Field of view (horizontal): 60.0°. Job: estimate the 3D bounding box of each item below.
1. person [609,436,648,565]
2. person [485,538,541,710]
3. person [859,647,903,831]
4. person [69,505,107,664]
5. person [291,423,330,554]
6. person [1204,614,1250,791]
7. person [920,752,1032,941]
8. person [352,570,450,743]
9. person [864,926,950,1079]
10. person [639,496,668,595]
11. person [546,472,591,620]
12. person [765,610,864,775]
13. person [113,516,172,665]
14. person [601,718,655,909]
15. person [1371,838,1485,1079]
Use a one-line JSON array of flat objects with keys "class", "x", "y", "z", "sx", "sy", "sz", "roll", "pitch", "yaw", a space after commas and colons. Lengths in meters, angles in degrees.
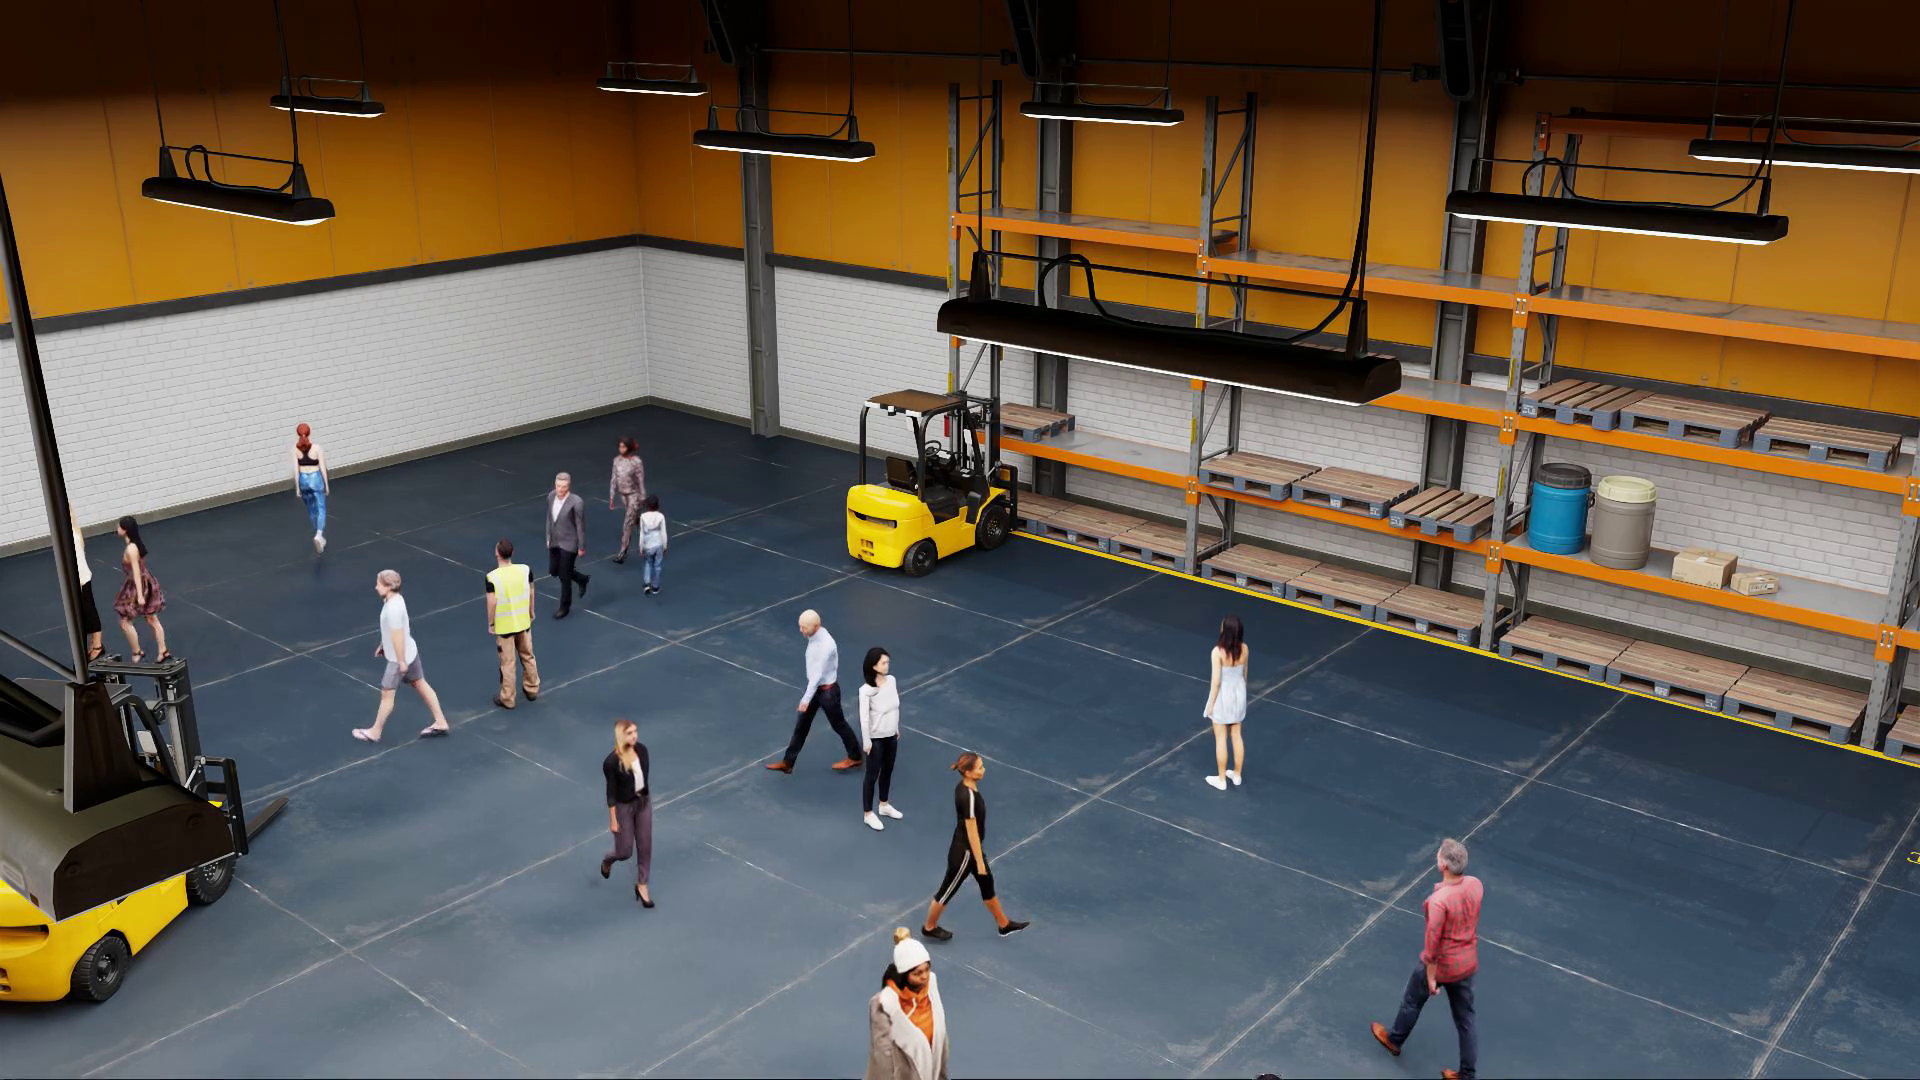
[{"class": "person", "x": -4.283, "y": -0.542, "z": 21.865, "sx": 1.171, "sy": 1.660, "sz": 0.831, "roll": 9, "pitch": 21, "yaw": 24}, {"class": "person", "x": -4.700, "y": 0.857, "z": 17.418, "sx": 0.722, "sy": 1.847, "sz": 0.743, "roll": -17, "pitch": 25, "yaw": -40}, {"class": "person", "x": -0.722, "y": 1.754, "z": 14.981, "sx": 0.562, "sy": 1.701, "sz": 0.625, "roll": 13, "pitch": 23, "yaw": 34}, {"class": "person", "x": -9.820, "y": 0.478, "z": 18.527, "sx": 0.742, "sy": 1.856, "sz": 0.580, "roll": -11, "pitch": 21, "yaw": -29}, {"class": "person", "x": -8.588, "y": -0.651, "z": 22.025, "sx": 0.969, "sy": 1.763, "sz": 1.097, "roll": -4, "pitch": 19, "yaw": -12}, {"class": "person", "x": 2.527, "y": 1.511, "z": 15.658, "sx": 0.664, "sy": 1.730, "sz": 0.658, "roll": -9, "pitch": 21, "yaw": -25}, {"class": "person", "x": -0.027, "y": 2.446, "z": 13.048, "sx": 1.168, "sy": 1.624, "sz": 1.016, "roll": 1, "pitch": 19, "yaw": 4}, {"class": "person", "x": -5.478, "y": 1.167, "z": 16.596, "sx": 1.147, "sy": 1.785, "sz": 1.164, "roll": -4, "pitch": 19, "yaw": -12}, {"class": "person", "x": -0.390, "y": 3.231, "z": 10.351, "sx": 0.791, "sy": 1.857, "sz": 1.096, "roll": -17, "pitch": 25, "yaw": -41}, {"class": "person", "x": -3.809, "y": 0.084, "z": 20.657, "sx": 0.590, "sy": 1.243, "sz": 0.653, "roll": -1, "pitch": 19, "yaw": -3}, {"class": "person", "x": -4.686, "y": 0.026, "z": 19.954, "sx": 0.935, "sy": 1.804, "sz": 0.884, "roll": 12, "pitch": 22, "yaw": 33}, {"class": "person", "x": -1.213, "y": 1.481, "z": 15.765, "sx": 1.053, "sy": 1.719, "sz": 1.232, "roll": -7, "pitch": 20, "yaw": -20}, {"class": "person", "x": -8.967, "y": 0.582, "z": 18.375, "sx": 0.878, "sy": 1.756, "sz": 0.821, "roll": -5, "pitch": 19, "yaw": -16}, {"class": "person", "x": -2.758, "y": 2.224, "z": 13.652, "sx": 0.802, "sy": 1.659, "sz": 0.600, "roll": 16, "pitch": 24, "yaw": 39}, {"class": "person", "x": 3.399, "y": 2.936, "z": 11.321, "sx": 0.984, "sy": 1.797, "sz": 1.204, "roll": -9, "pitch": 20, "yaw": -24}]
